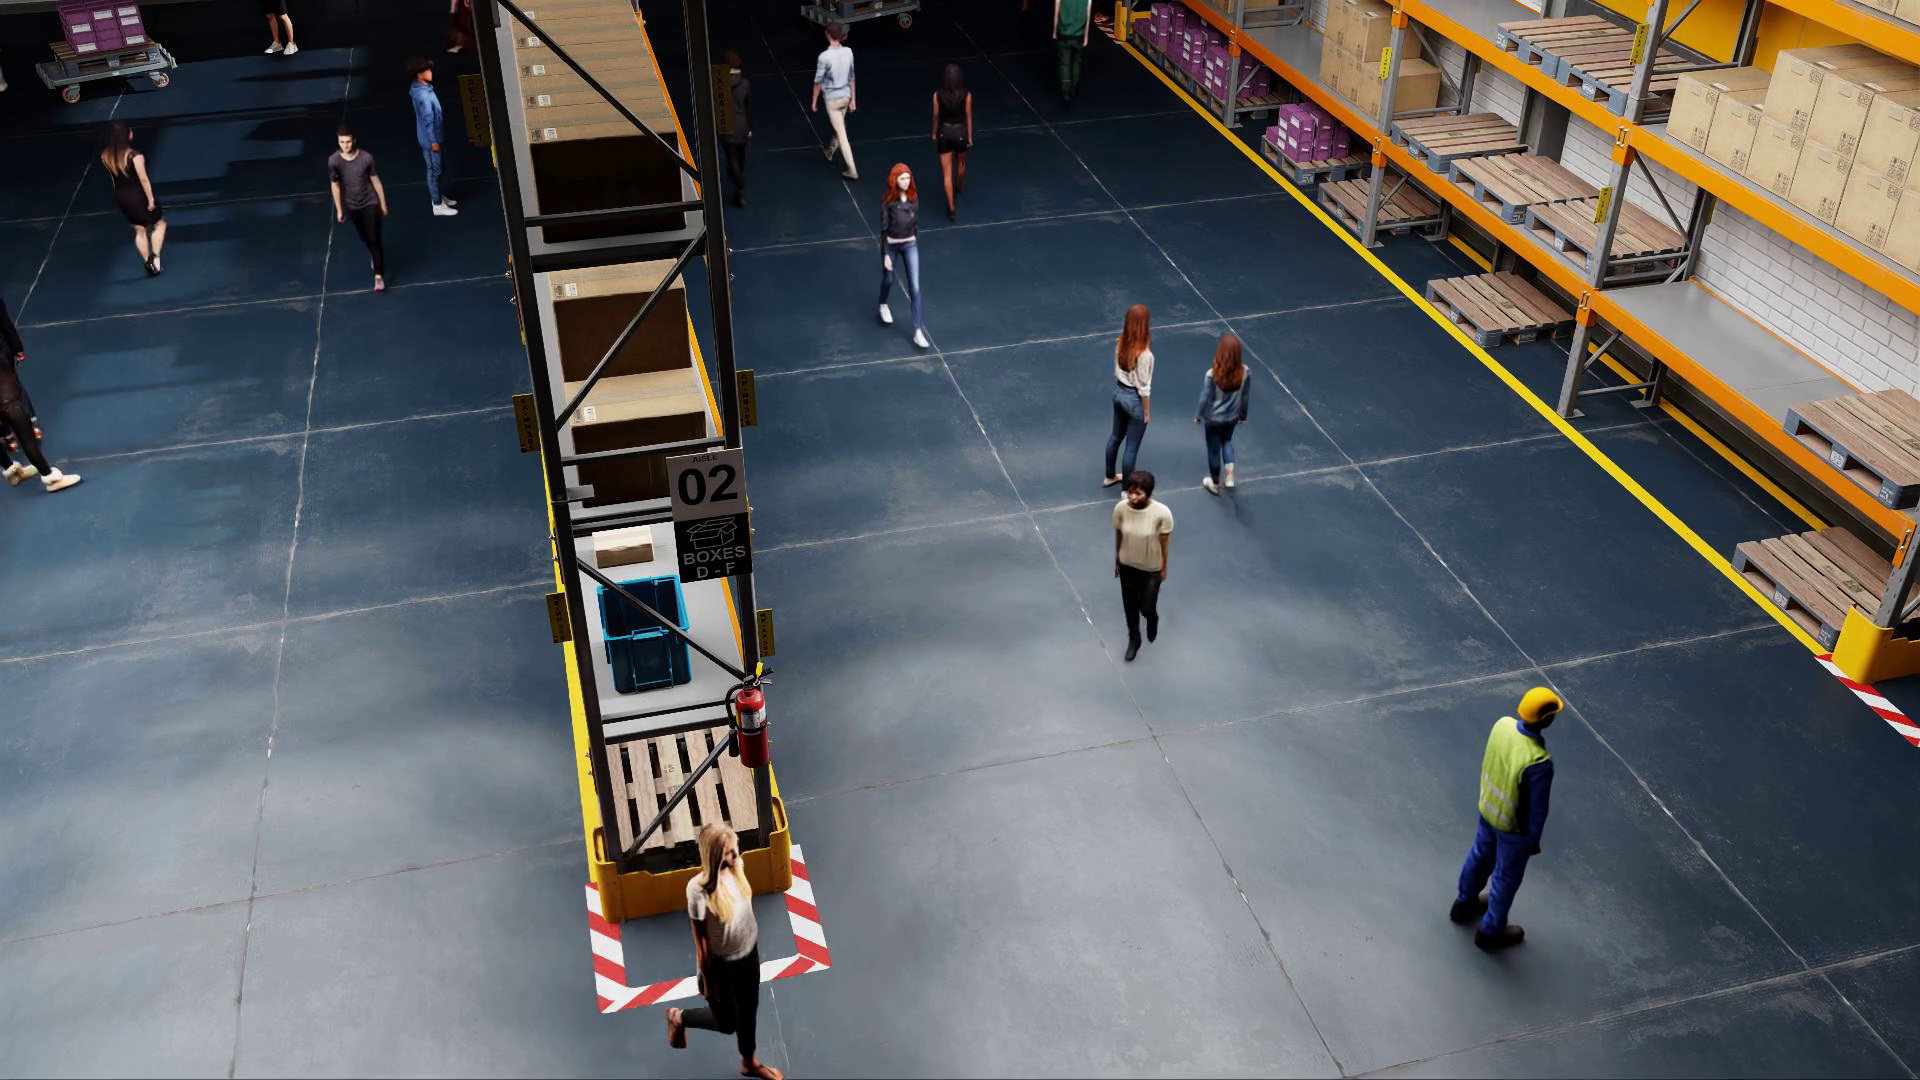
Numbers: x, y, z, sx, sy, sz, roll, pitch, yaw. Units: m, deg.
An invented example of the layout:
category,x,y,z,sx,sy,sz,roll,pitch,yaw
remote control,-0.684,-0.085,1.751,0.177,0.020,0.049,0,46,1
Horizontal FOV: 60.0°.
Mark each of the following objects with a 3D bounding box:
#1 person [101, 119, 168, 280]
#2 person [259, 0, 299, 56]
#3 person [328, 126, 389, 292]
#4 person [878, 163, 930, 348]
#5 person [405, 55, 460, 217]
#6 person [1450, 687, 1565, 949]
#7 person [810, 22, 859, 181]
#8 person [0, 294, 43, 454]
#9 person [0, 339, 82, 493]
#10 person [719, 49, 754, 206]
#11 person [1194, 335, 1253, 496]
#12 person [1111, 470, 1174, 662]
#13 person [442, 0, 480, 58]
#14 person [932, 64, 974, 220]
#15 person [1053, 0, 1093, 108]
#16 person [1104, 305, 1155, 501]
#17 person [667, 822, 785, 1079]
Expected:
category,x,y,z,sx,sy,sz,roll,pitch,yaw
person,-8.670,-3.519,17.409,0.762,1.705,0.795,6,34,9
person,-9.920,-7.952,23.932,0.736,1.865,0.754,9,35,14
person,-6.230,-3.525,17.409,0.771,1.715,1.153,-4,34,-6
person,-0.641,-2.838,16.343,0.641,1.750,1.202,-12,35,-17
person,-6.046,-4.626,18.983,0.730,1.805,0.475,-9,35,-13
person,3.173,1.587,9.631,0.734,1.812,0.516,-10,35,-15
person,-1.418,-5.197,19.847,1.004,1.799,1.296,-24,41,-32
person,-8.391,-1.551,14.355,0.844,1.808,0.851,-22,39,-29
person,-7.884,-1.194,13.957,0.855,1.654,0.887,14,36,20
person,-2.593,-4.723,19.200,0.764,1.727,1.141,-15,36,-21
person,2.204,-0.997,13.828,0.575,1.469,0.563,-9,35,-14
person,1.327,0.149,12.006,0.751,1.576,0.809,14,36,20
person,-6.977,-7.613,23.650,0.965,1.614,1.104,4,34,6
person,-0.086,-4.485,18.868,0.790,1.697,1.182,-1,34,-1
person,1.461,-6.643,22.009,0.868,1.815,1.173,1,34,1
person,1.411,-1.161,13.841,0.682,1.727,0.538,-19,38,-26
person,-1.306,2.178,8.740,1.008,1.812,0.954,17,37,23
